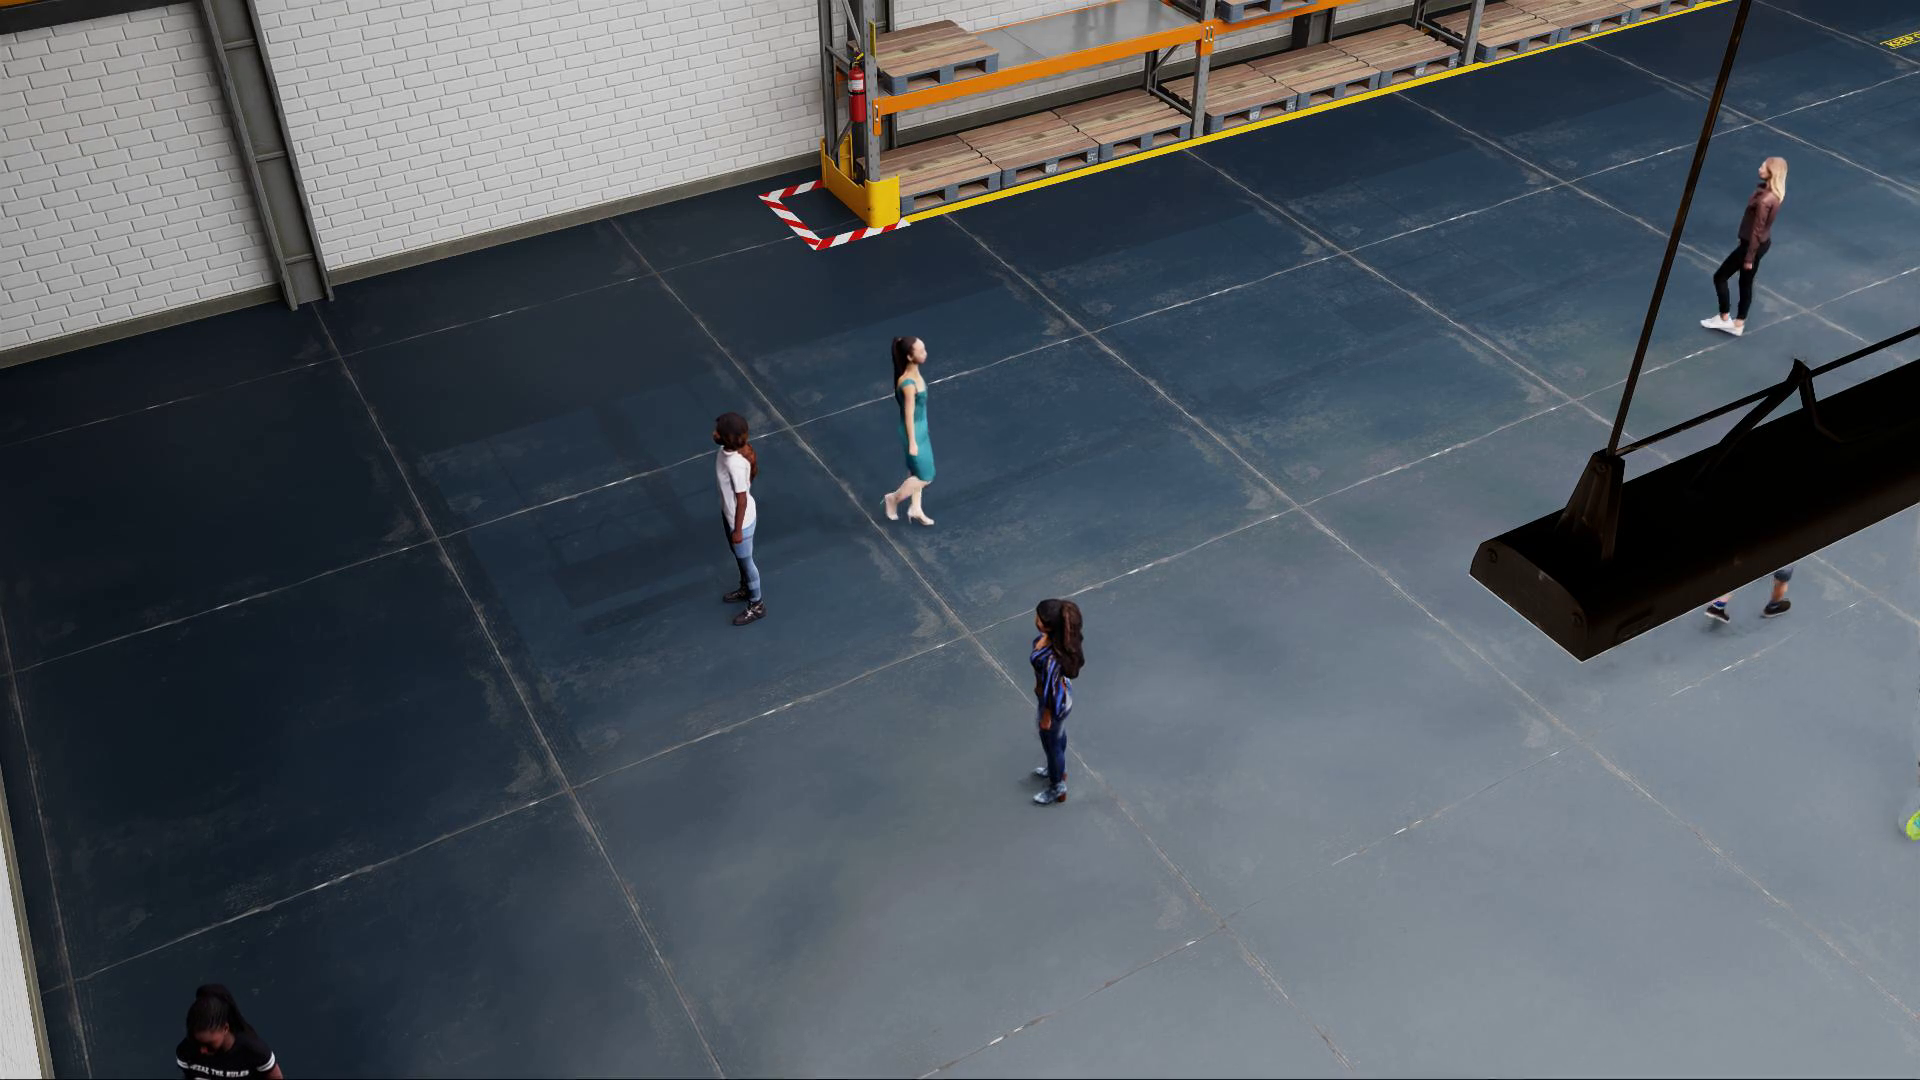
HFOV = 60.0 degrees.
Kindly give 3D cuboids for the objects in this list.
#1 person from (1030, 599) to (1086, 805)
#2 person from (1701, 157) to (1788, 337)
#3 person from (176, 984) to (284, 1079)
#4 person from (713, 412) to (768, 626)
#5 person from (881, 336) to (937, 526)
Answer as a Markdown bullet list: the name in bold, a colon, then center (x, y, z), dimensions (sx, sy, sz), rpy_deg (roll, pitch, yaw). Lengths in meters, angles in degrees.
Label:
- **person**: center (0.574, 0.984, 10.238), dimensions (0.743, 1.618, 0.703), rpy_deg (6, 39, 7)
- **person**: center (7.023, -2.532, 14.584), dimensions (0.759, 1.689, 0.642), rpy_deg (28, 46, 30)
- **person**: center (-3.390, 2.747, 7.932), dimensions (0.672, 1.742, 0.769), rpy_deg (1, 39, 1)
- **person**: center (-1.548, -0.165, 11.597), dimensions (0.588, 1.719, 0.624), rpy_deg (-12, 40, -15)
- **person**: center (-0.419, -0.780, 12.400), dimensions (0.783, 1.678, 0.718), rpy_deg (2, 39, 3)
